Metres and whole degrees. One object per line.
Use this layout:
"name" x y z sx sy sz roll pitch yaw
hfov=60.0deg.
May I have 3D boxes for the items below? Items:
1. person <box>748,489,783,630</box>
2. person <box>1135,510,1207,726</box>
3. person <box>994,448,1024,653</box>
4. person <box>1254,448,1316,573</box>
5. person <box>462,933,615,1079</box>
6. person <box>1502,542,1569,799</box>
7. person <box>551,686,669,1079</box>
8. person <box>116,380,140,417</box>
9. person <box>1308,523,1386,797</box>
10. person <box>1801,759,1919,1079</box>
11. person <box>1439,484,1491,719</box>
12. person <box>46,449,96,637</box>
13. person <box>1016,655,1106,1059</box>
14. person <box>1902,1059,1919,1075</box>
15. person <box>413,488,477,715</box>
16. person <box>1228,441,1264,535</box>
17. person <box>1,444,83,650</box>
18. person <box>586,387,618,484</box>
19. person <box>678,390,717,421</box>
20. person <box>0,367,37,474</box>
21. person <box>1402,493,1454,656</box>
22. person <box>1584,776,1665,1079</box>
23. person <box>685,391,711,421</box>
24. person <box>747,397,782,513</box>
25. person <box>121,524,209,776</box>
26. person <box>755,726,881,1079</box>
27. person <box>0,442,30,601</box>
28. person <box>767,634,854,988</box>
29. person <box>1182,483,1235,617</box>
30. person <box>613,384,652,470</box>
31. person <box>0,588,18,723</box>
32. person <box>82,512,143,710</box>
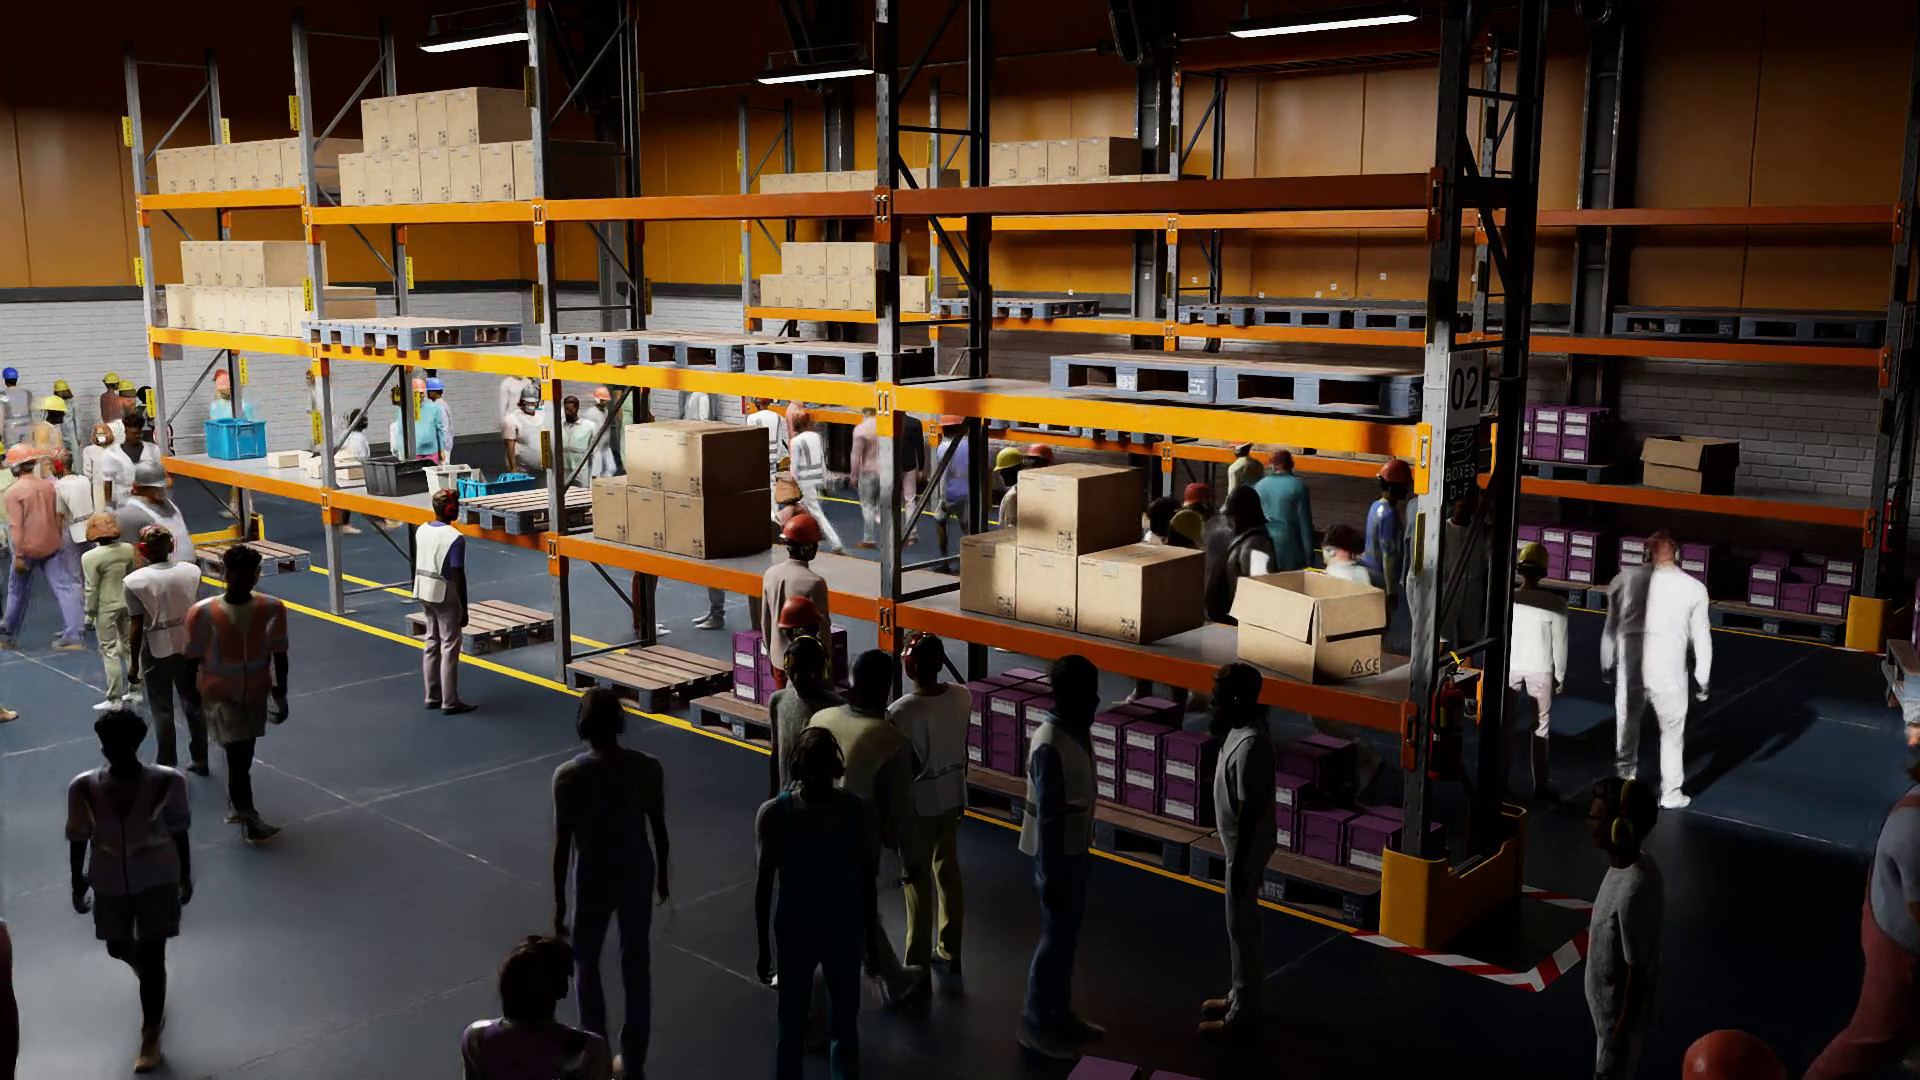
"person" -1.728 0.347 14.353 0.403 1.823 0.583 -4 11 -24
"person" 1.466 0.705 12.194 0.685 1.876 0.373 3 11 18
"person" 0.507 0.096 15.496 0.386 1.918 0.585 3 10 14
"person" 3.063 0.066 15.806 0.581 1.865 0.724 -8 13 -38
"person" -1.315 2.049 5.267 0.529 1.634 0.315 2 10 11
"person" 3.892 0.891 11.431 0.533 1.767 0.327 5 11 25
"person" -1.560 1.570 7.484 0.552 1.810 0.505 -4 11 -23
"person" -12.724 -1.588 25.531 0.320 1.737 0.485 -10 14 -44
"person" 2.646 0.831 11.415 0.651 1.891 0.674 -10 14 -43
"person" 3.795 1.611 6.584 1.026 2.000 0.686 8 13 39
"person" 3.949 0.474 13.243 0.599 1.959 0.368 -1 10 -6
"person" -8.587 0.026 16.129 0.394 1.836 0.560 1 10 4
"person" 0.468 1.472 7.779 0.406 1.919 0.603 3 10 16
"person" 4.447 1.586 7.274 0.389 1.846 0.567 5 11 24
"person" -4.181 0.502 13.449 0.560 1.836 0.399 8 13 37
"person" 3.109 -0.334 18.395 0.346 1.746 0.573 9 14 43
"person" -8.715 0.073 15.553 1.019 1.937 0.647 3 10 16
"person" -5.238 -1.362 24.263 0.406 1.734 0.585 4 11 19
"person" -4.499 -2.198 28.508 0.666 1.907 0.402 0 10 -1
"person" -14.349 -1.653 25.296 0.385 1.948 0.605 6 12 32
"person" 4.031 0.304 14.300 0.374 1.930 0.625 -5 11 -24
"person" 2.400 1.780 6.125 0.313 1.864 0.538 4 11 22
"person" -3.949 -1.582 24.958 0.419 1.933 0.615 -6 12 -32
"person" -2.620 -1.068 22.204 0.355 1.880 0.570 9 14 43
"person" -5.560 0.804 11.694 0.373 1.843 0.571 6 12 32
"person" -0.585 1.659 6.863 0.514 1.845 0.337 -2 10 -12
"person" -10.155 -0.197 17.618 0.530 1.760 0.340 -1 10 -3
"person" -0.766 1.380 8.414 0.509 1.860 0.334 4 11 24
"person" 2.206 0.350 14.669 0.692 1.709 0.386 7 12 36
"person" -5.481 -2.200 28.127 0.675 2.000 0.536 -9 14 -42
"person" -7.787 0.625 13.133 0.541 1.696 0.316 2 10 9
"person" -6.931 0.577 13.581 0.285 1.633 0.497 3 11 18
